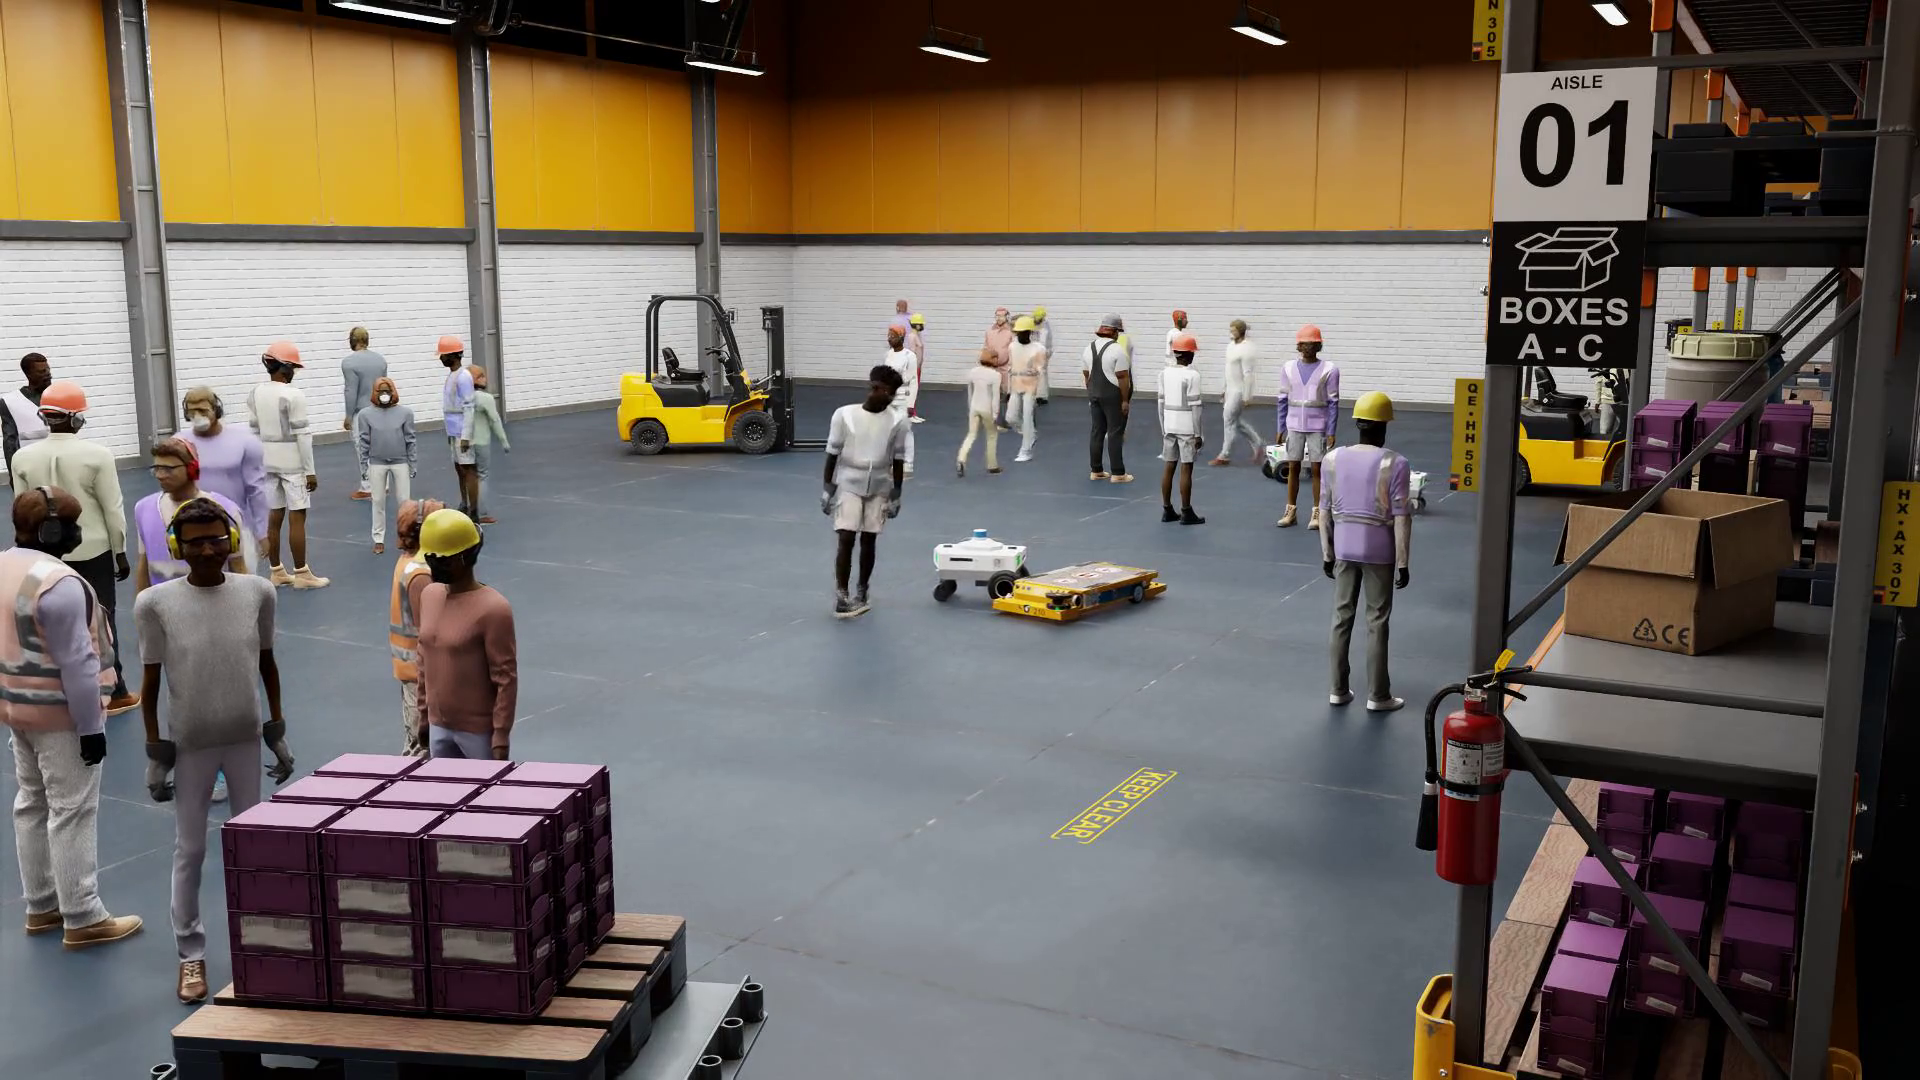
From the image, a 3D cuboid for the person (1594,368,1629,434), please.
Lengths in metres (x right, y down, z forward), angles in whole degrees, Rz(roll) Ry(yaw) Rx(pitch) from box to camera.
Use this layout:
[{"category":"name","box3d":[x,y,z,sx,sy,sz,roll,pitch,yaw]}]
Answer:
[{"category":"person","box3d":[8.249,-1.753,20.824,0.599,1.832,0.404,4,11,21]}]

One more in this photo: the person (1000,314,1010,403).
[{"category":"person","box3d":[0.787,-3.312,30.242,0.535,1.697,0.322,6,11,30]}]

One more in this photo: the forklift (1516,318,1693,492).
[{"category":"forklift","box3d":[7.066,-1.601,18.899,2.313,2.155,1.214,5,11,27]}]

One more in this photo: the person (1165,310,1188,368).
[{"category":"person","box3d":[3.299,-2.556,25.324,0.337,1.882,0.585,-1,10,-5]}]

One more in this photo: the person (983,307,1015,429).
[{"category":"person","box3d":[0.638,-2.688,26.028,0.643,1.908,0.410,5,11,25]}]

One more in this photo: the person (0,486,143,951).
[{"category":"person","box3d":[-3.580,0.698,6.615,0.634,1.839,0.429,7,12,35]}]

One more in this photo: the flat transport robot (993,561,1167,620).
[{"category":"flat transport robot","box3d":[0.955,0.380,12.995,0.652,0.197,1.431,8,13,39]}]

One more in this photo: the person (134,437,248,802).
[{"category":"person","box3d":[-3.843,0.393,8.362,0.570,1.843,0.372,2,10,10]}]

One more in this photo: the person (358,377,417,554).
[{"category":"person","box3d":[-5.227,-0.682,15.223,0.502,1.627,0.277,-3,10,-18]}]

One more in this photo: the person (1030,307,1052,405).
[{"category":"person","box3d":[1.458,-3.334,30.158,0.406,1.788,0.727,0,10,1]}]

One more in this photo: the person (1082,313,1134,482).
[{"category":"person","box3d":[1.826,-1.721,20.036,0.537,2.000,0.678,-8,13,-40]}]

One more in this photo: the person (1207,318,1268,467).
[{"category":"person","box3d":[3.608,-1.901,21.438,0.821,1.917,0.650,-1,10,-8]}]

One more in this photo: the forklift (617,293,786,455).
[{"category":"forklift","box3d":[-3.588,-2.317,23.042,2.313,2.155,1.214,-1,10,-5]}]

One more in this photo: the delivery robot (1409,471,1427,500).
[{"category":"delivery robot","box3d":[4.592,-0.619,17.685,0.707,0.478,0.477,4,11,21]}]

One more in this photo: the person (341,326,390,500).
[{"category":"person","box3d":[-6.624,-1.411,18.537,0.352,1.937,0.635,4,11,22]}]

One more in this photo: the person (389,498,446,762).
[{"category":"person","box3d":[-2.446,0.623,7.628,0.309,1.638,0.522,-4,11,-24]}]

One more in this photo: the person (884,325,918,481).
[{"category":"person","box3d":[-0.751,-1.661,20.148,0.349,1.882,0.584,-9,13,-41]}]

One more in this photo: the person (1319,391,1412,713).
[{"category":"person","box3d":[2.437,0.072,9.989,0.584,1.927,0.367,8,13,39]}]

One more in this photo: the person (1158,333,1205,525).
[{"category":"person","box3d":[2.255,-1.125,16.881,0.360,1.939,0.543,-8,13,-40]}]

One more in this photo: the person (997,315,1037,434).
[{"category":"person","box3d":[0.803,-2.483,25.131,0.863,1.807,0.521,-4,11,-23]}]

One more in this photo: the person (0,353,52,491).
[{"category":"person","box3d":[-7.690,-0.607,13.940,0.392,1.921,0.590,7,12,34]}]

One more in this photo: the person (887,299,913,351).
[{"category":"person","box3d":[-1.056,-3.488,30.689,0.656,1.891,0.448,-4,11,-24]}]

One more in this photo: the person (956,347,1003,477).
[{"category":"person","box3d":[0.241,-1.573,20.446,0.556,1.597,0.777,7,12,36]}]

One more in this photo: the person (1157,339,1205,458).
[{"category":"person","box3d":[2.998,-1.915,22.409,0.756,1.613,0.494,-4,11,-21]}]

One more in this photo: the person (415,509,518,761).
[{"category":"person","box3d":[-1.972,0.743,6.595,0.523,1.760,0.325,6,12,32]}]

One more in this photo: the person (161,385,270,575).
[{"category":"person","box3d":[-4.771,-0.048,10.696,0.643,1.921,0.531,-2,10,-14]}]

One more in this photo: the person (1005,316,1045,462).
[{"category":"person","box3d":[0.846,-1.986,21.920,0.605,1.916,0.422,8,13,39]}]

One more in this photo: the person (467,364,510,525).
[{"category":"person","box3d":[-4.858,-0.959,16.835,0.515,1.627,0.353,5,11,28]}]

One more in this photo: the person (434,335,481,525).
[{"category":"person","box3d":[-5.039,-1.086,16.684,0.376,1.931,0.542,-6,11,-29]}]

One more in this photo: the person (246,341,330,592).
[{"category":"person","box3d":[-5.477,-0.597,13.554,0.605,2.034,0.390,5,11,25]}]

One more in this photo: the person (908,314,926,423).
[{"category":"person","box3d":[-0.703,-2.784,26.987,0.330,1.767,0.528,2,10,10]}]

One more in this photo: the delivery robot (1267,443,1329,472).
[{"category":"delivery robot","box3d":[4.076,-1.027,20.048,0.707,0.478,0.477,-1,10,-8]}]

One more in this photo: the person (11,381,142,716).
[{"category":"person","box3d":[-5.230,0.062,9.846,0.610,1.996,0.378,-1,10,-3]}]

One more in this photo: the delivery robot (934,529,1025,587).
[{"category":"delivery robot","box3d":[0.154,0.159,13.181,0.707,0.478,0.477,1,10,9]}]

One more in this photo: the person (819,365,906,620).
[{"category":"person","box3d":[-0.717,-0.363,12.581,0.689,1.903,0.705,-3,10,-15]}]

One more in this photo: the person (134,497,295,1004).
[{"category":"person","box3d":[-2.748,0.759,6.174,0.516,1.871,0.325,-7,12,-37]}]

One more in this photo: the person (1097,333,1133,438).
[{"category":"person","box3d":[2.254,-2.343,24.299,0.626,1.817,0.690,-4,11,-23]}]

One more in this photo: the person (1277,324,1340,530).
[{"category":"person","box3d":[3.448,-1.124,16.562,0.614,2.046,0.362,5,11,28]}]
